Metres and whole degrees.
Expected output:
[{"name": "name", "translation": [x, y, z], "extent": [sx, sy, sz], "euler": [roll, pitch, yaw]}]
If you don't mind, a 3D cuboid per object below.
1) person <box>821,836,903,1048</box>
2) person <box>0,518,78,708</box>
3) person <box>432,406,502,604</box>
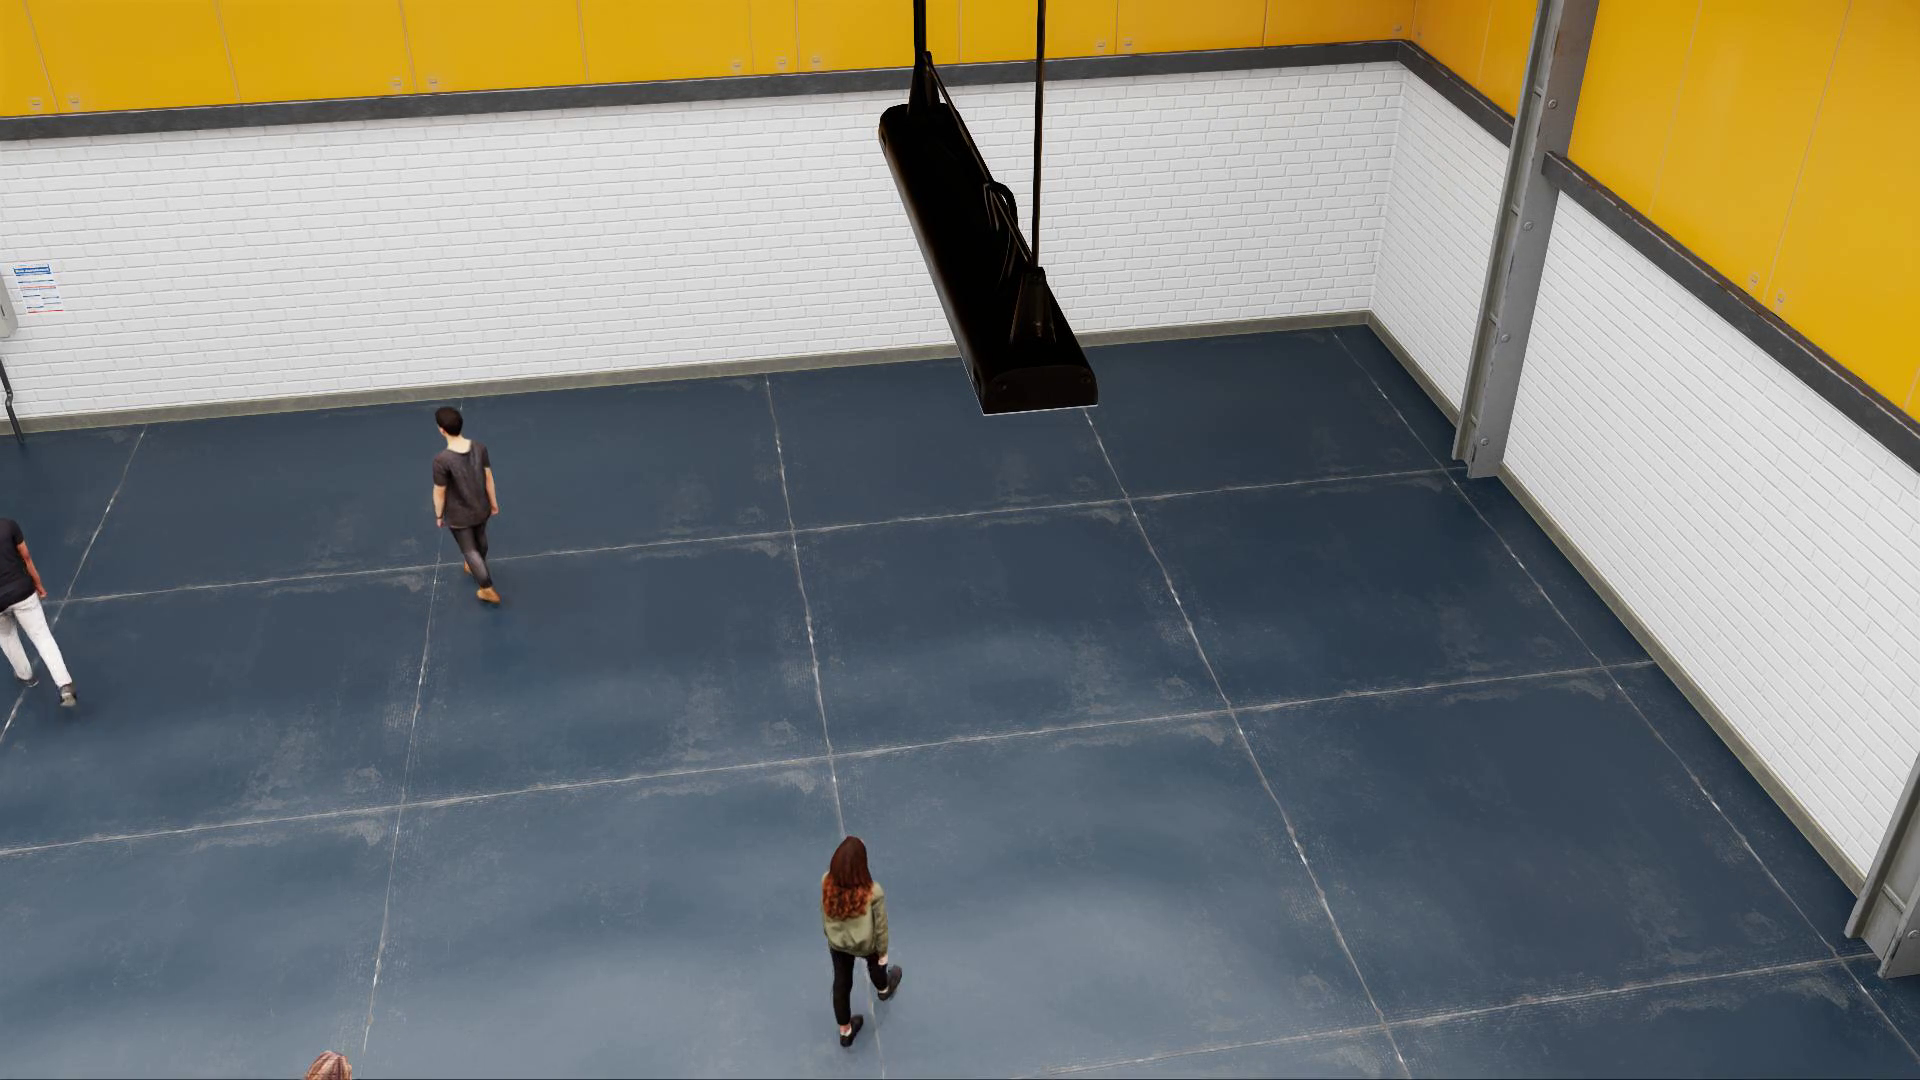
[{"name": "person", "translation": [-0.630, 2.333, 9.504], "extent": [0.845, 1.456, 0.963], "euler": [12, 35, 17]}, {"name": "person", "translation": [-6.840, 0.462, 12.031], "extent": [1.078, 1.776, 1.260], "euler": [-28, 43, -36]}, {"name": "person", "translation": [-3.880, -0.246, 13.171], "extent": [0.931, 1.692, 1.044], "euler": [-28, 43, -36]}]
